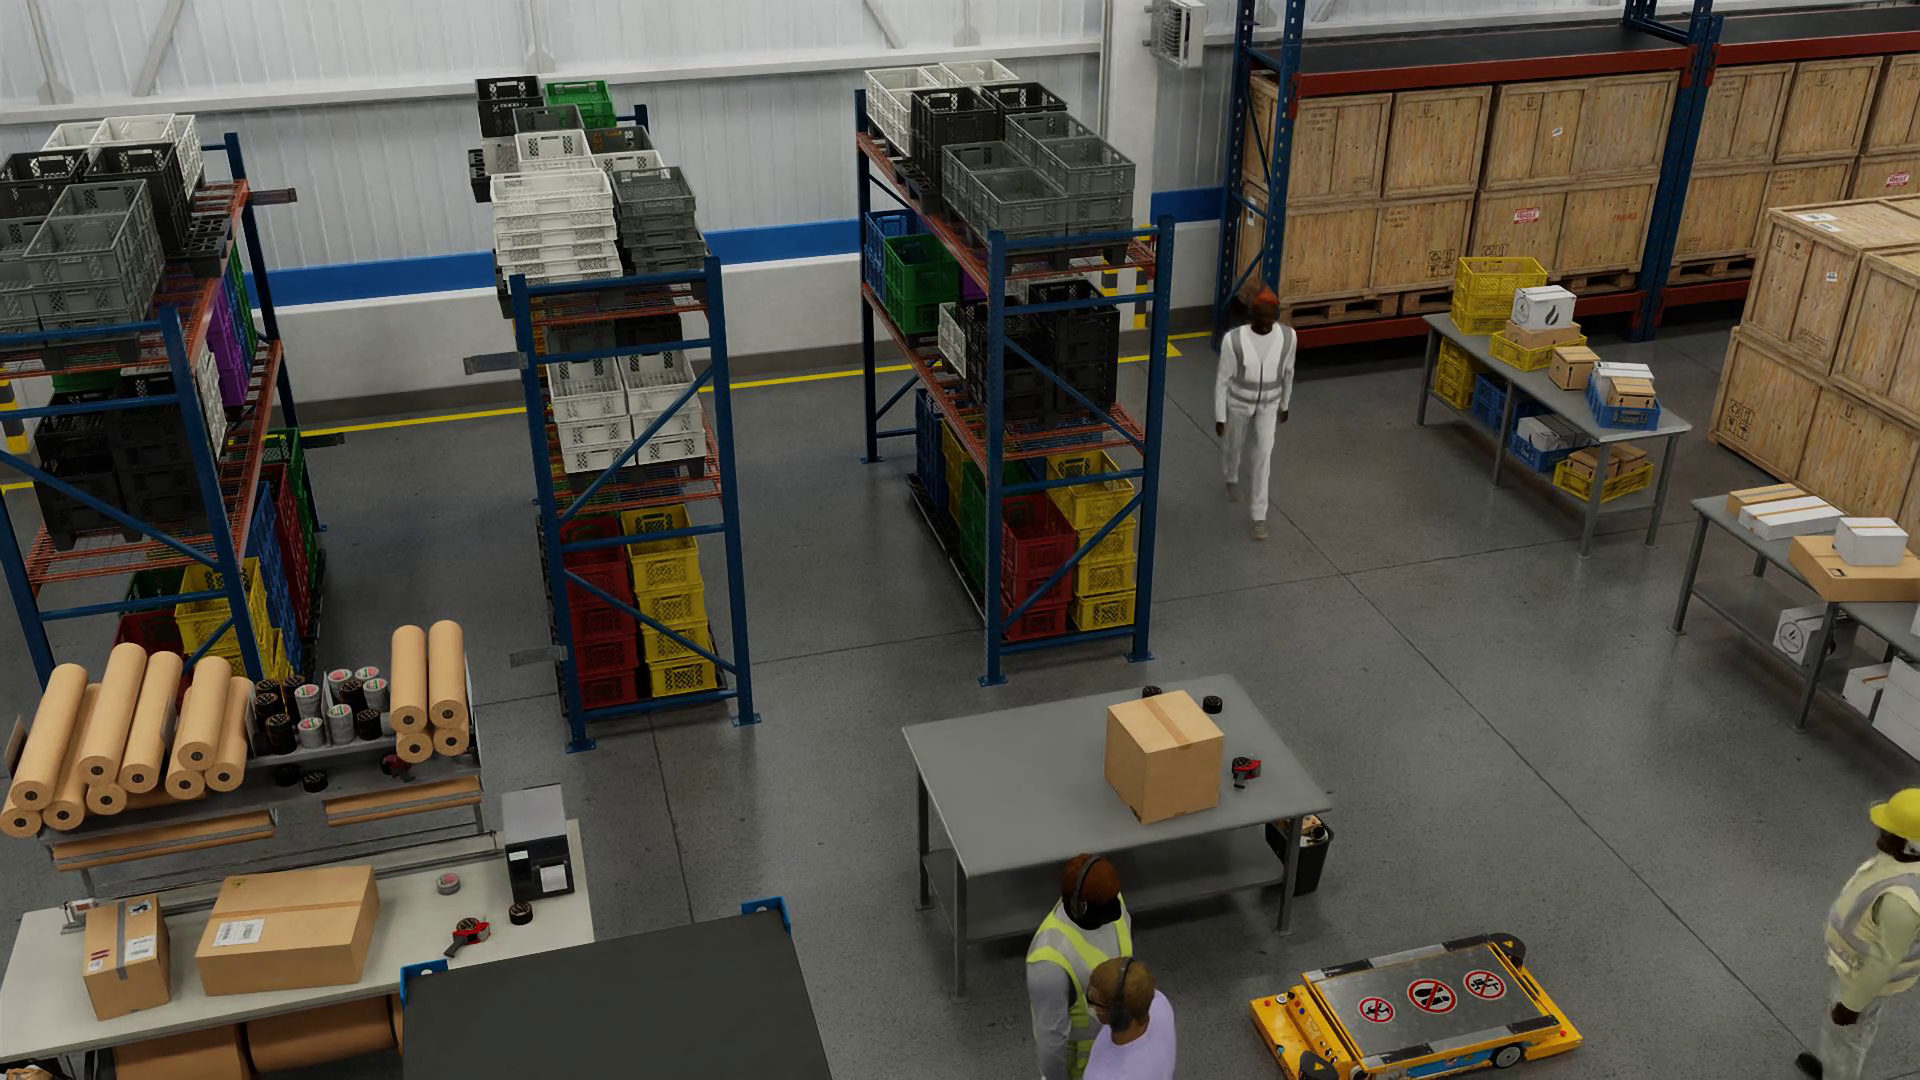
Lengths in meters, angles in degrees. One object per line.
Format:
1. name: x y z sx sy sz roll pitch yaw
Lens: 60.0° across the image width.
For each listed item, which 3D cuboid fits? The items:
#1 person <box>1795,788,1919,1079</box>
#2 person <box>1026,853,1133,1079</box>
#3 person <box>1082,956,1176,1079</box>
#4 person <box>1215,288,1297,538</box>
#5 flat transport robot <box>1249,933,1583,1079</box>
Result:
1. person: 3.965 1.817 7.236 0.404 1.821 0.625 20 35 32
2. person: 0.508 2.035 6.811 0.429 1.843 0.633 14 32 24
3. person: 0.599 2.315 6.203 0.355 1.936 0.637 8 30 14
4. person: 2.165 -1.003 12.344 0.595 1.840 0.971 -1 29 -1
5. flat transport robot: 2.184 2.282 7.980 1.431 0.197 0.652 -8 30 -14
